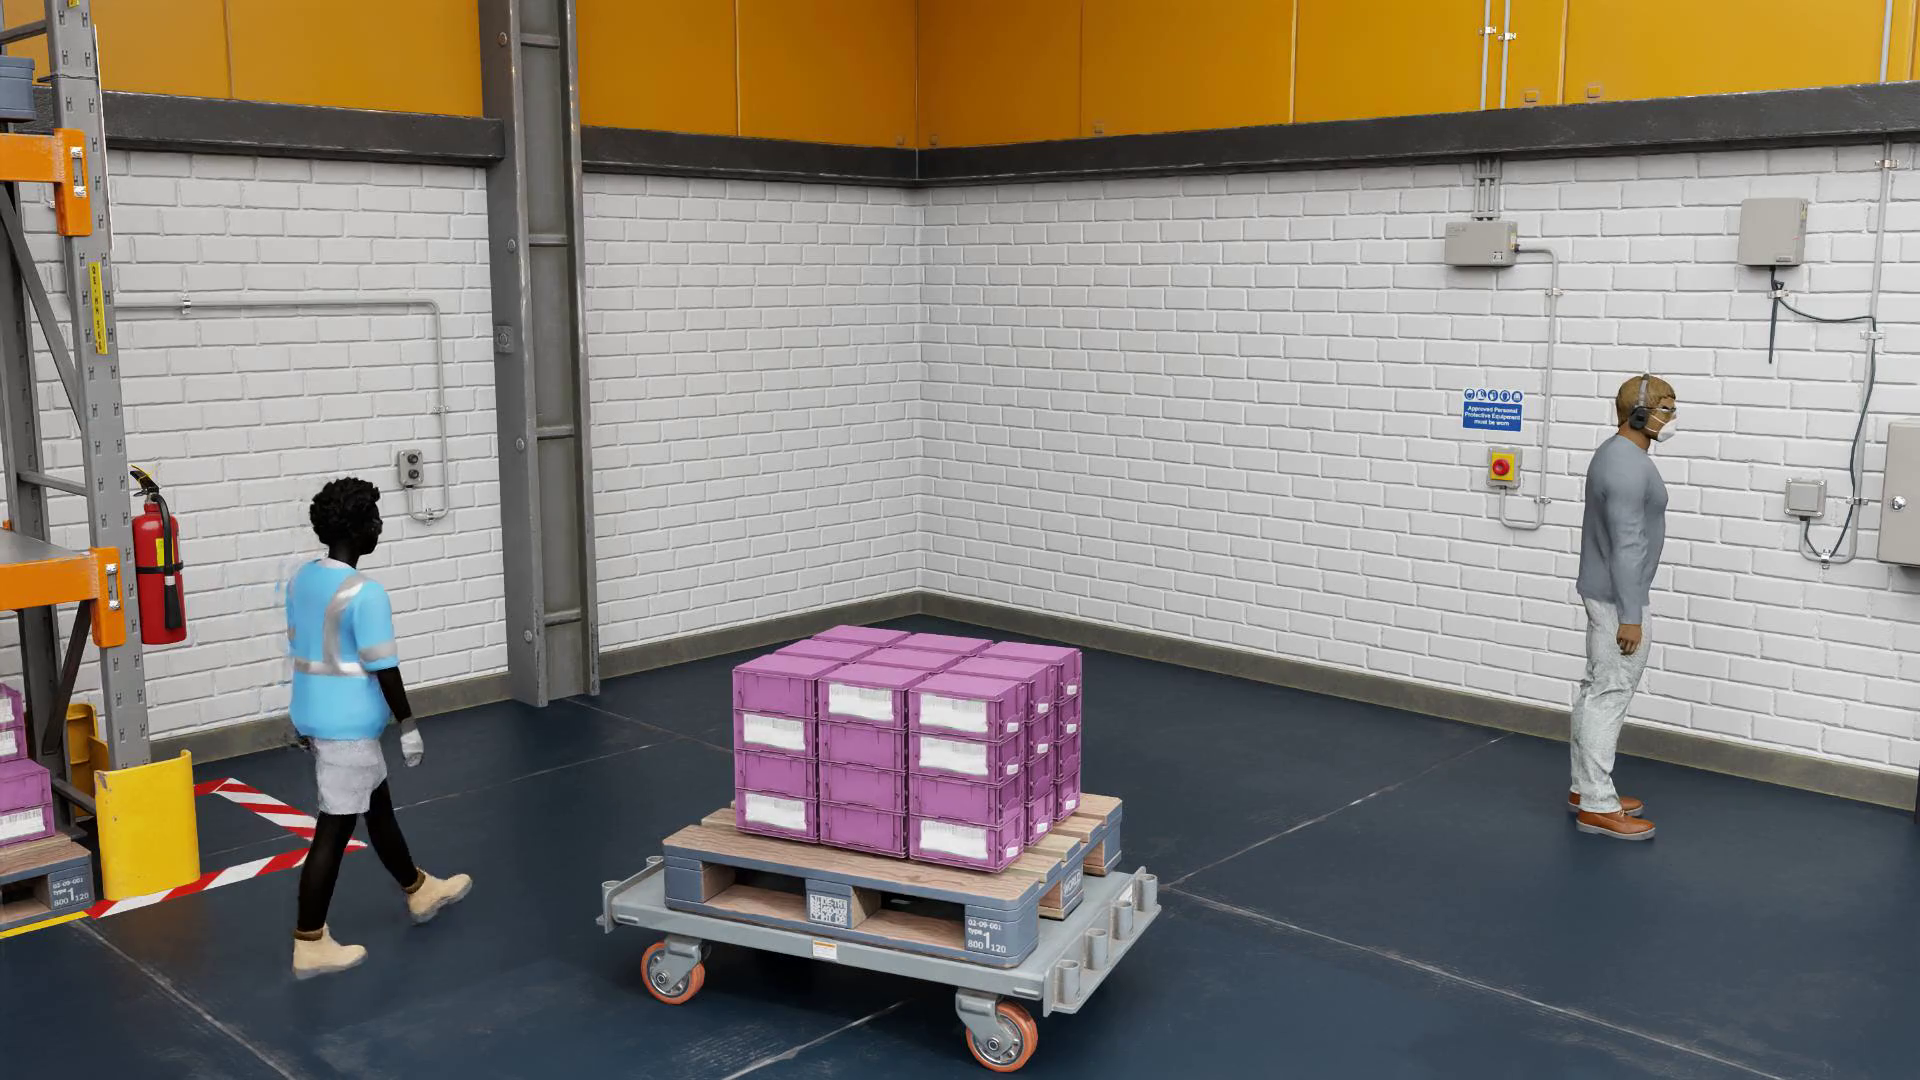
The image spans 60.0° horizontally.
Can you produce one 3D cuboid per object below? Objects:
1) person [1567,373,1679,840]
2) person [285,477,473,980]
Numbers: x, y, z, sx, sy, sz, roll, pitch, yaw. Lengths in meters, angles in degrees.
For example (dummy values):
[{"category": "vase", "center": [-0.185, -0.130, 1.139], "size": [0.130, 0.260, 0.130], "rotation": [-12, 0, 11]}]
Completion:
[{"category": "person", "center": [2.777, 0.267, 6.994], "size": [0.354, 1.936, 0.635], "rotation": [3, 10, 15]}, {"category": "person", "center": [-1.997, 0.613, 5.710], "size": [0.818, 1.658, 0.549], "rotation": [-9, 13, -43]}]
